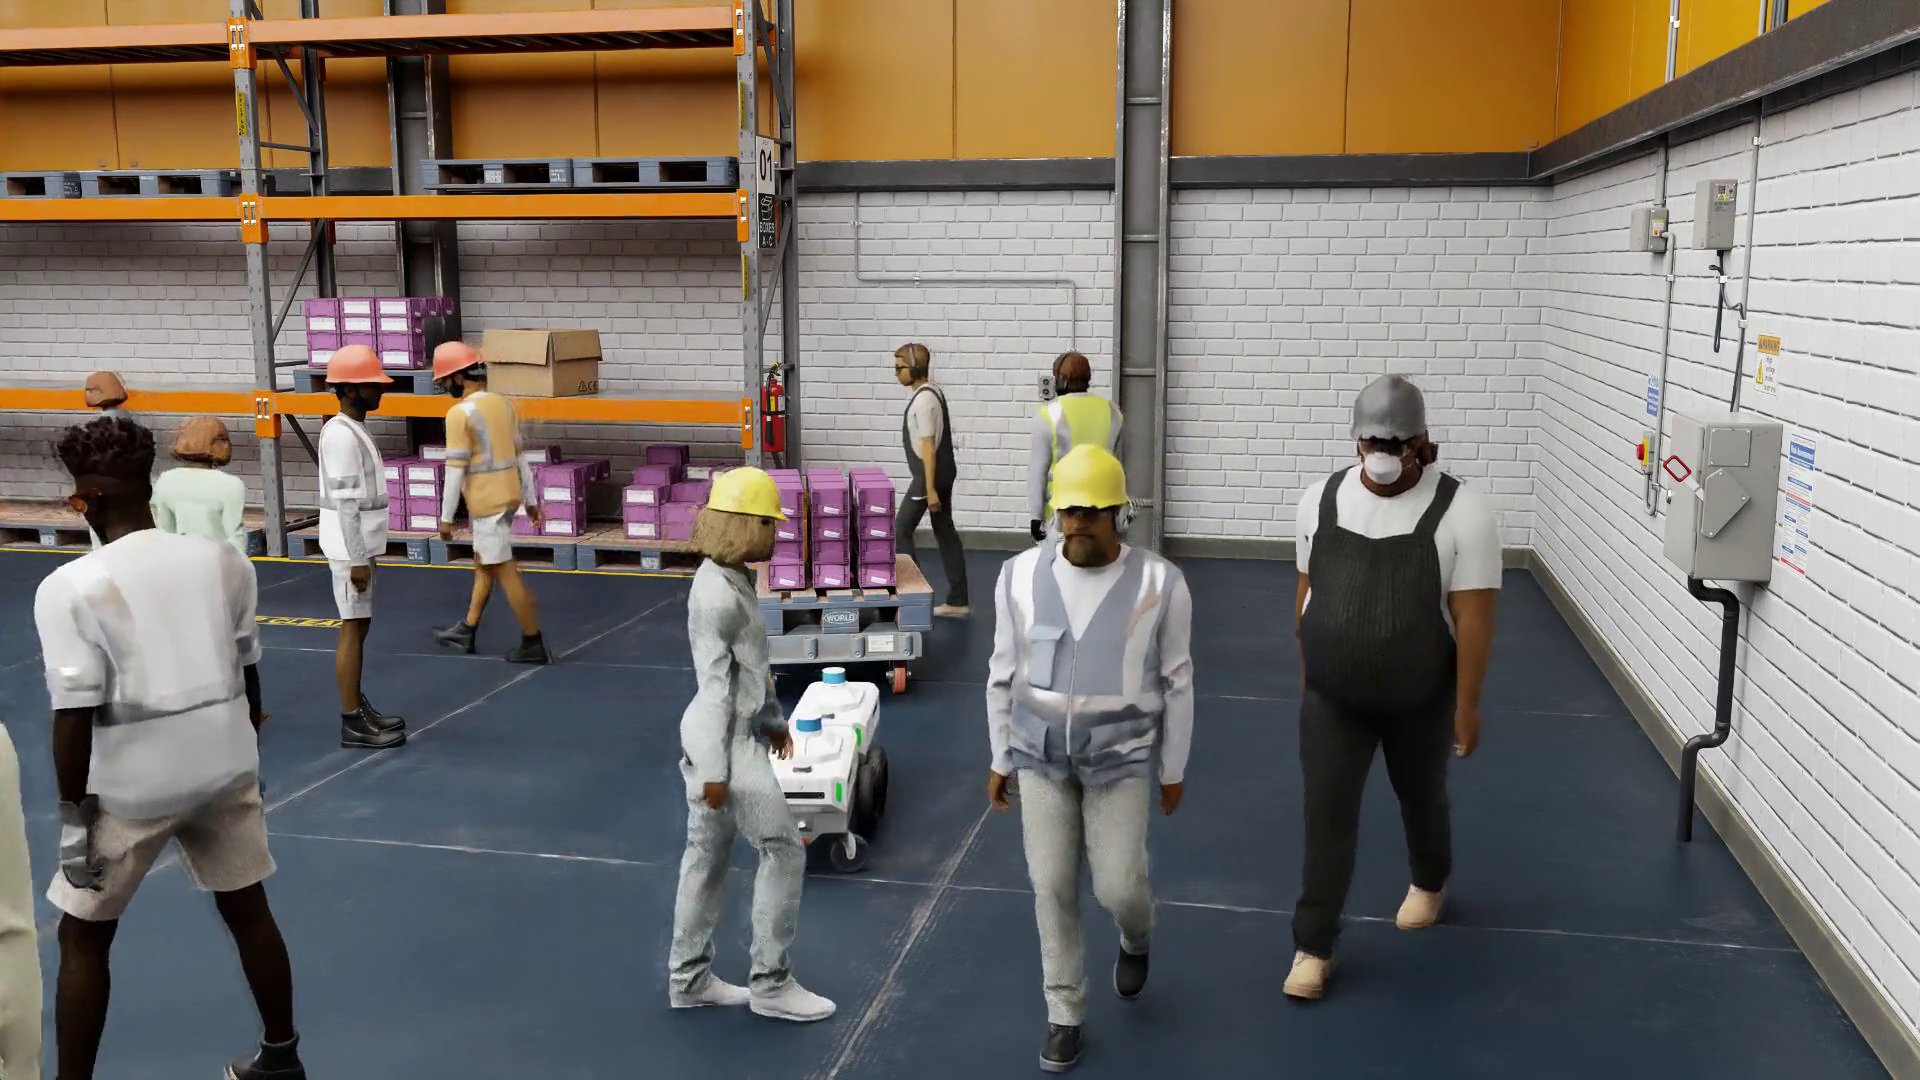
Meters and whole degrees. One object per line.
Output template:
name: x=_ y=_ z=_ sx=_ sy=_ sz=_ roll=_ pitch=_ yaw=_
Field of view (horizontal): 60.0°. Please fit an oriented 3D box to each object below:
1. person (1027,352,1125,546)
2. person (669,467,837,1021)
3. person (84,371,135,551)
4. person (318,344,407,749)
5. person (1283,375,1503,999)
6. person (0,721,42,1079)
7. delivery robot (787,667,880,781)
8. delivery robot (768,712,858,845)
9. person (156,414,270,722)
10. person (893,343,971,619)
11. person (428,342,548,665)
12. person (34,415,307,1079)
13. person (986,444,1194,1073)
person: x=0.689 y=-0.174 z=9.620 sx=0.636 sy=1.819 sz=0.664 roll=-6 pitch=11 yaw=-30
person: x=-0.624 y=0.631 z=5.109 sx=0.650 sy=1.710 sz=0.484 roll=-2 pitch=10 yaw=-10
person: x=-5.688 y=-0.356 z=11.370 sx=0.748 sy=1.606 sz=0.507 roll=0 pitch=9 yaw=2
person: x=-2.888 y=0.030 z=8.032 sx=0.371 sy=1.939 sz=0.543 roll=-2 pitch=10 yaw=-14
person: x=1.418 y=0.399 z=5.504 sx=0.685 sy=2.000 sz=1.062 roll=5 pitch=11 yaw=28
person: x=-1.796 y=0.863 z=2.880 sx=0.630 sy=1.978 sz=0.473 roll=8 pitch=12 yaw=39
delivery robot: x=-0.548 y=0.800 z=7.272 sx=0.477 sy=0.478 sz=0.707 roll=1 pitch=9 yaw=3
delivery robot: x=-0.591 y=0.922 z=6.534 sx=0.477 sy=0.478 sz=0.707 roll=0 pitch=9 yaw=1
person: x=-3.694 y=0.195 z=8.050 sx=0.506 sy=1.607 sz=0.755 roll=2 pitch=10 yaw=13
person: x=-0.263 y=-0.371 z=10.809 sx=0.737 sy=1.808 sz=0.569 roll=2 pitch=10 yaw=14
person: x=-2.809 y=-0.206 z=9.646 sx=0.931 sy=1.872 sz=0.621 roll=3 pitch=10 yaw=17
person: x=-2.162 y=0.636 z=4.424 sx=0.497 sy=1.934 sz=0.708 roll=6 pitch=11 yaw=32
person: x=0.380 y=0.612 z=4.897 sx=0.598 sy=1.817 sz=0.536 roll=3 pitch=10 yaw=17
